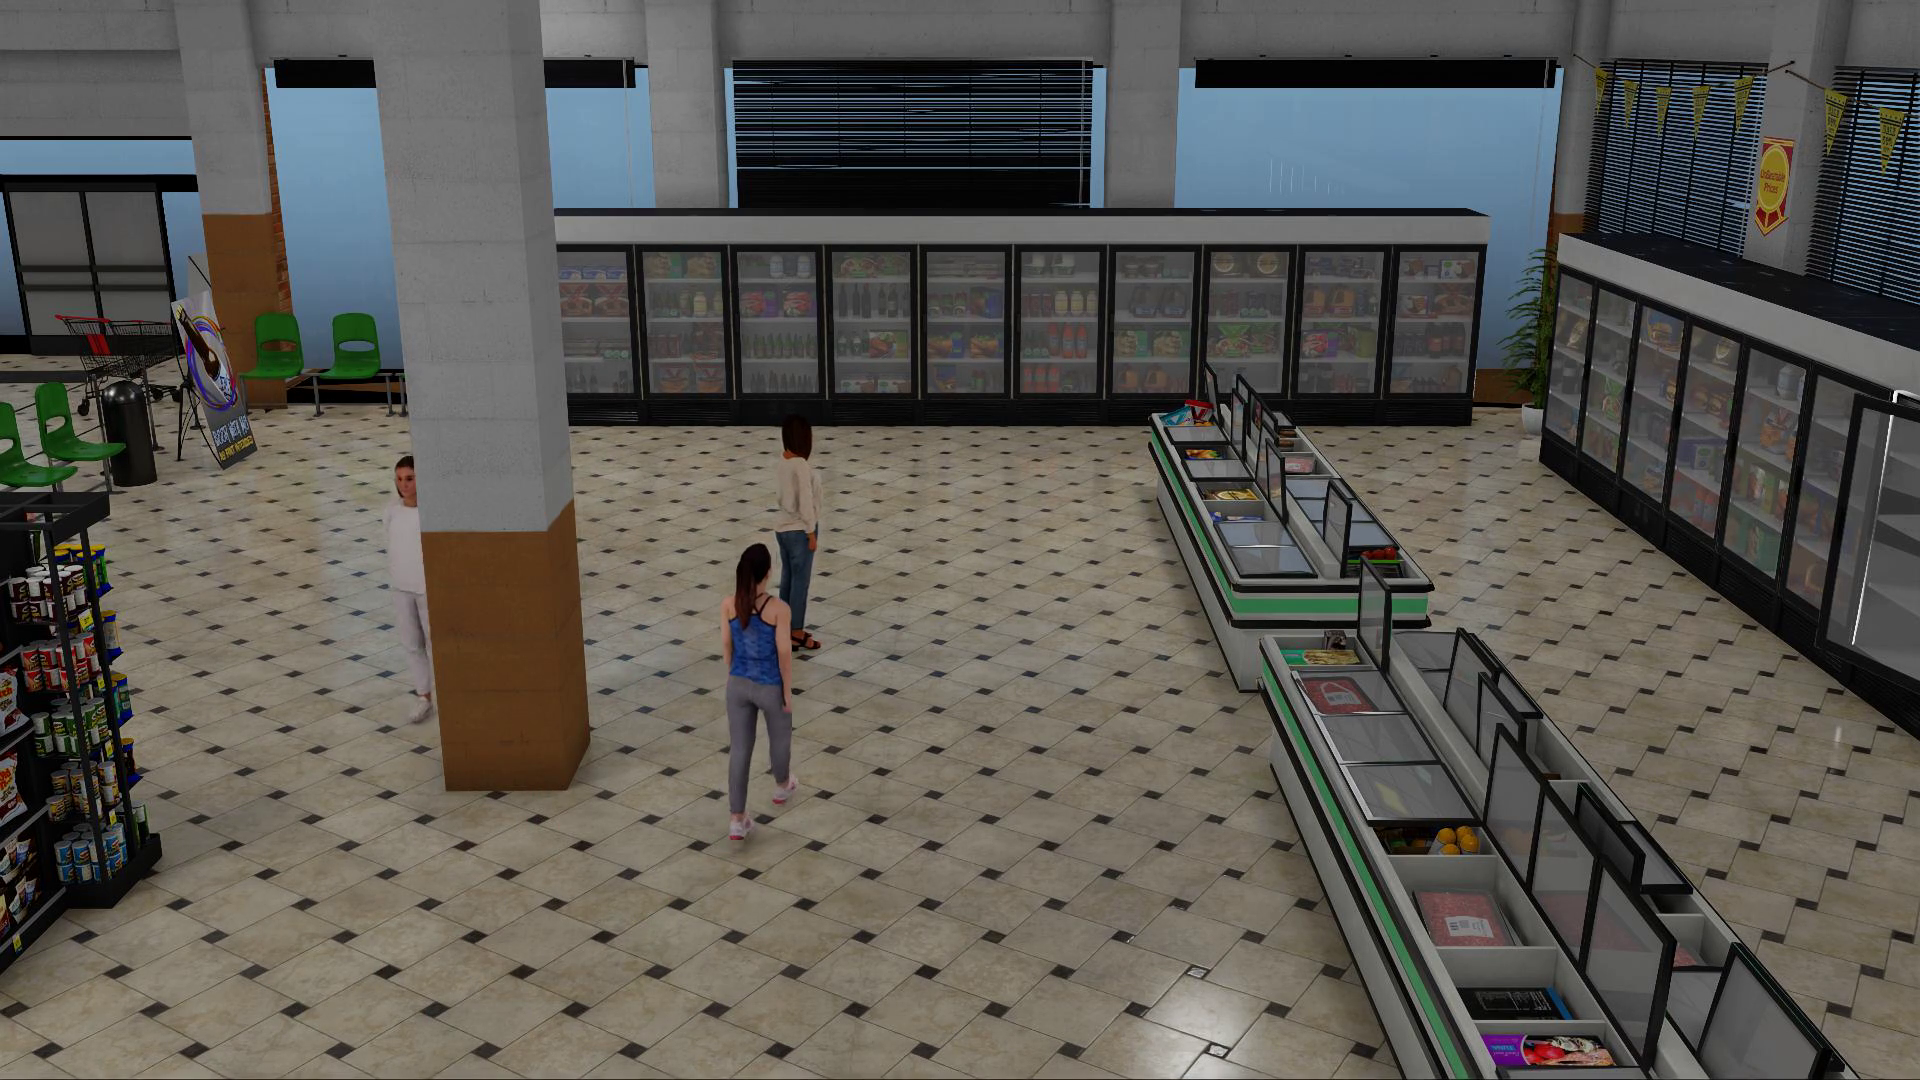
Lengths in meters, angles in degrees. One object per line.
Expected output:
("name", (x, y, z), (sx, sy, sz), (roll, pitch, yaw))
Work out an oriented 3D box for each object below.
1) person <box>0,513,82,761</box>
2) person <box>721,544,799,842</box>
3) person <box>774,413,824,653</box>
("person", (-5.226, 0.655, 9.133), (0.718, 1.746, 0.984), (0, 17, -1))
("person", (-1.107, 0.833, 8.847), (0.721, 1.571, 1.081), (4, 17, 13))
("person", (-1.148, -0.056, 11.591), (0.738, 1.677, 0.605), (-6, 18, -20))
